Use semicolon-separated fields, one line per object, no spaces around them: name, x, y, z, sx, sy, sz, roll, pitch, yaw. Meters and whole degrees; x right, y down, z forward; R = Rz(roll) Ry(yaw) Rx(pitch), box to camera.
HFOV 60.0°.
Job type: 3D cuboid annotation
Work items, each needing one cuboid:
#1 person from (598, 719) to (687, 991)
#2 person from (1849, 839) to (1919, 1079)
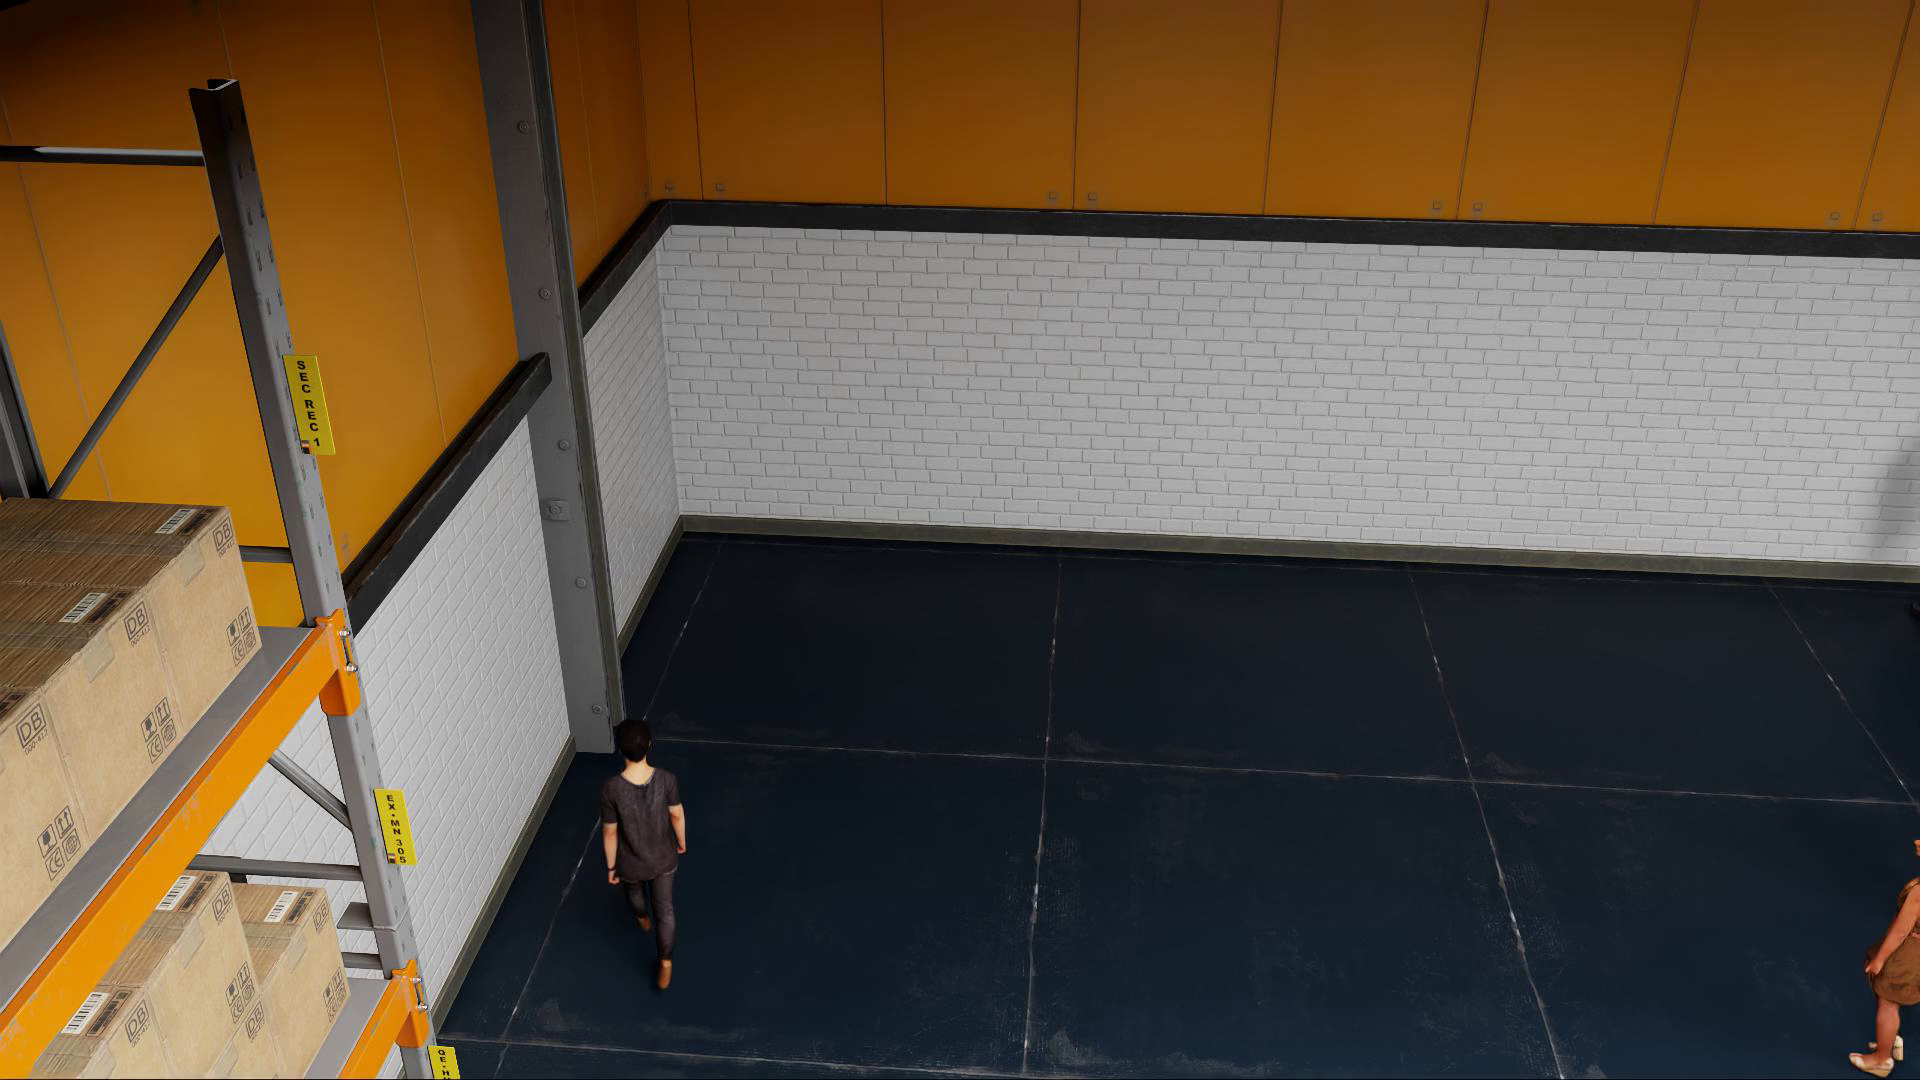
person;-1.818;1.850;9.659;0.874;1.675;1.154;-7;29;-13
person;5.158;2.255;8.915;0.690;1.677;0.755;-24;37;-37
